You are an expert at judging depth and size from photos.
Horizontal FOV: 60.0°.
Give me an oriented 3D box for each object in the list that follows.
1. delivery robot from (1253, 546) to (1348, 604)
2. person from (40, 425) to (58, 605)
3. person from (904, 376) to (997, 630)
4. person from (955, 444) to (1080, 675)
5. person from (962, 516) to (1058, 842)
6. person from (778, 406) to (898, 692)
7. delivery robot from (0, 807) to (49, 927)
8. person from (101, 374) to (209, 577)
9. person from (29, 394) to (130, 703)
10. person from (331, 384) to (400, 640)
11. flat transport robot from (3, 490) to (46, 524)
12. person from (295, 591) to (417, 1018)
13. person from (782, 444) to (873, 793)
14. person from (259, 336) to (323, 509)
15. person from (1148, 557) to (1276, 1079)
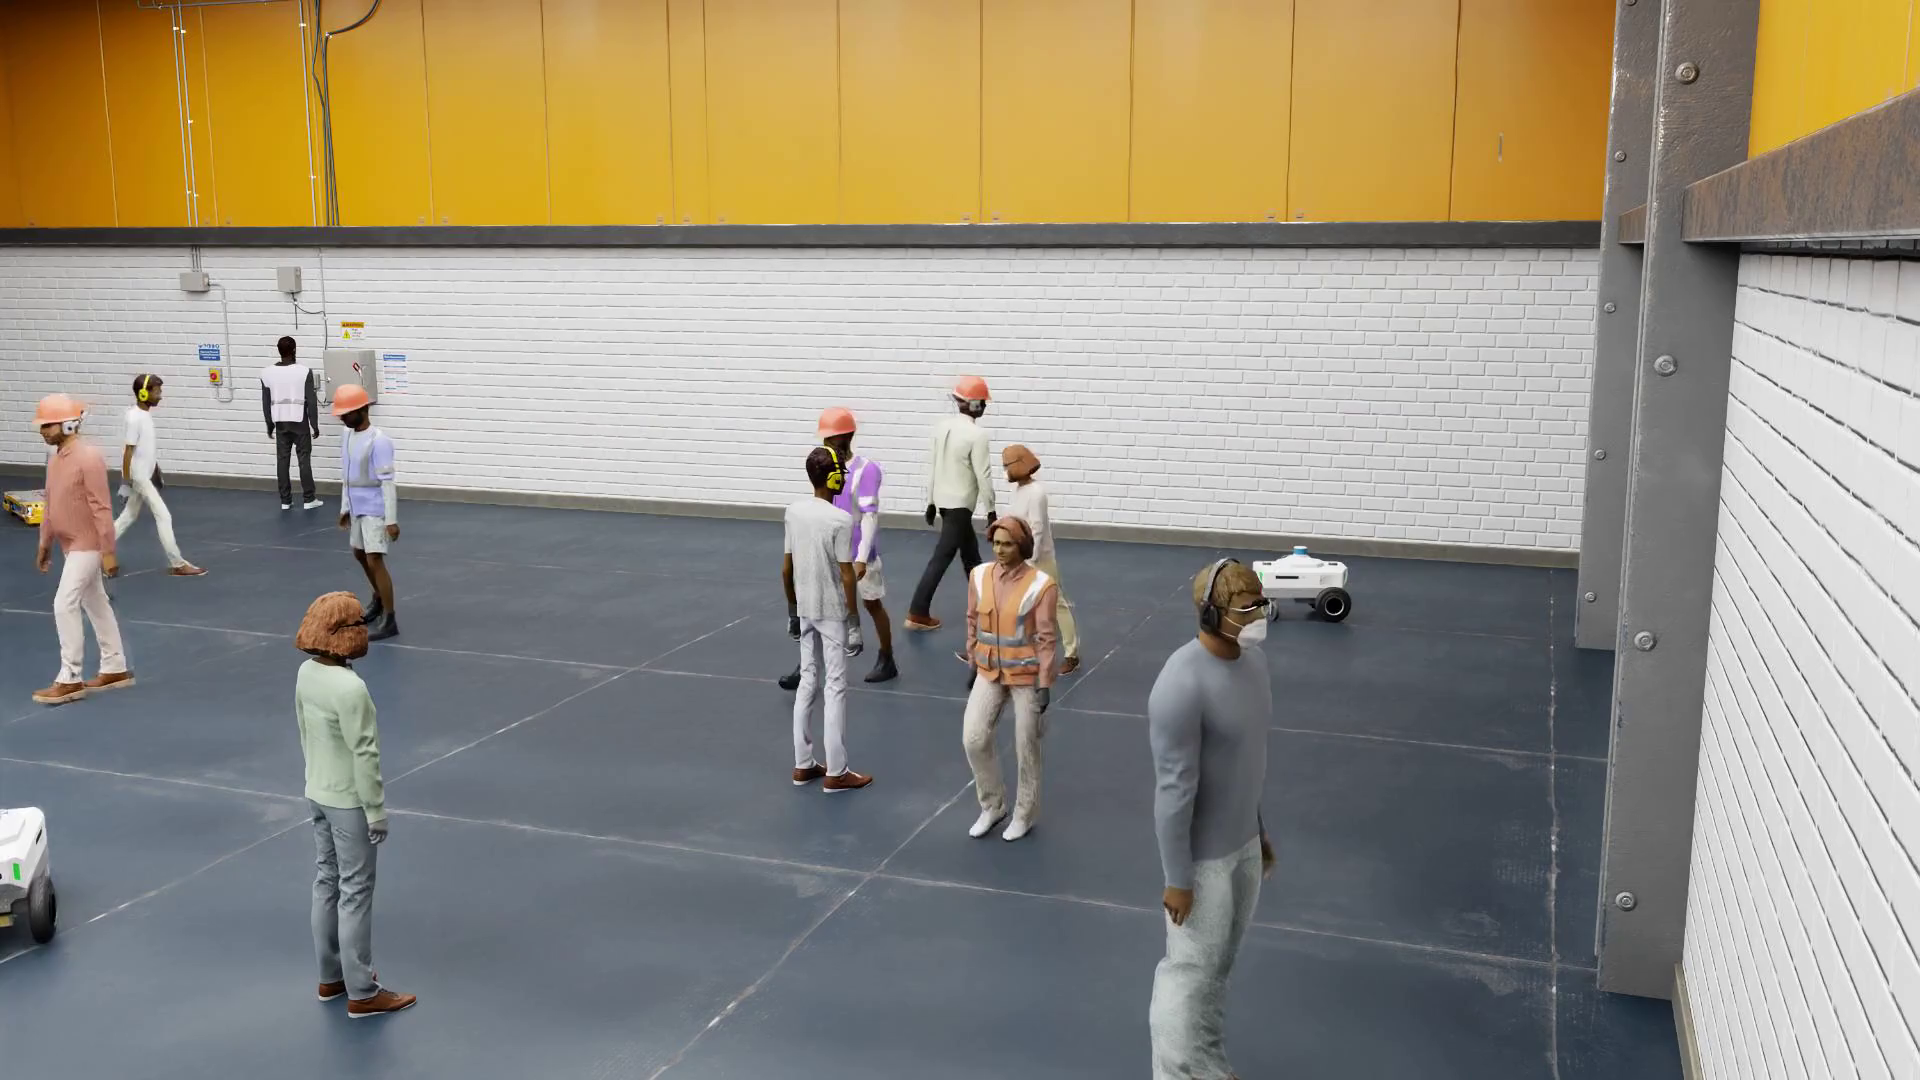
[{"bbox_3d":[2.672,0.292,13.097,0.707,0.478,0.477,0,10,2],"label":"delivery robot"},{"bbox_3d":[-7.297,-0.285,13.575,0.284,1.633,0.497,-1,10,-8],"label":"person"},{"bbox_3d":[-0.007,-0.283,12.730,1.045,1.933,0.629,-6,12,-29],"label":"person"},{"bbox_3d":[0.429,0.147,11.294,0.894,1.577,0.521,-5,11,-25],"label":"person"},{"bbox_3d":[0.224,0.688,8.095,0.546,1.619,0.458,6,12,32],"label":"person"},{"bbox_3d":[-0.760,0.068,10.890,0.565,1.879,1.009,7,12,34],"label":"person"},{"bbox_3d":[-4.138,1.355,7.107,0.477,0.478,0.707,-4,11,-21],"label":"delivery robot"},{"bbox_3d":[-7.225,-0.556,14.584,0.982,1.819,0.567,-3,11,-17],"label":"person"},{"bbox_3d":[-5.791,0.056,10.696,0.666,1.966,0.795,9,13,41],"label":"person"},{"bbox_3d":[-4.452,-0.233,12.536,0.788,1.904,0.586,9,13,41],"label":"person"},{"bbox_3d":[-9.845,-0.385,17.969,0.652,0.197,1.431,-8,13,-38],"label":"flat transport robot"},{"bbox_3d":[-2.336,0.999,6.341,0.498,1.633,0.285,10,14,43],"label":"person"},{"bbox_3d":[-0.728,0.419,8.947,0.534,1.868,0.309,8,13,39],"label":"person"},{"bbox_3d":[-7.421,-1.295,18.456,0.587,1.920,0.392,0,10,0],"label":"person"},{"bbox_3d":[0.827,1.006,5.443,0.356,1.937,0.635,7,12,33],"label":"person"}]
